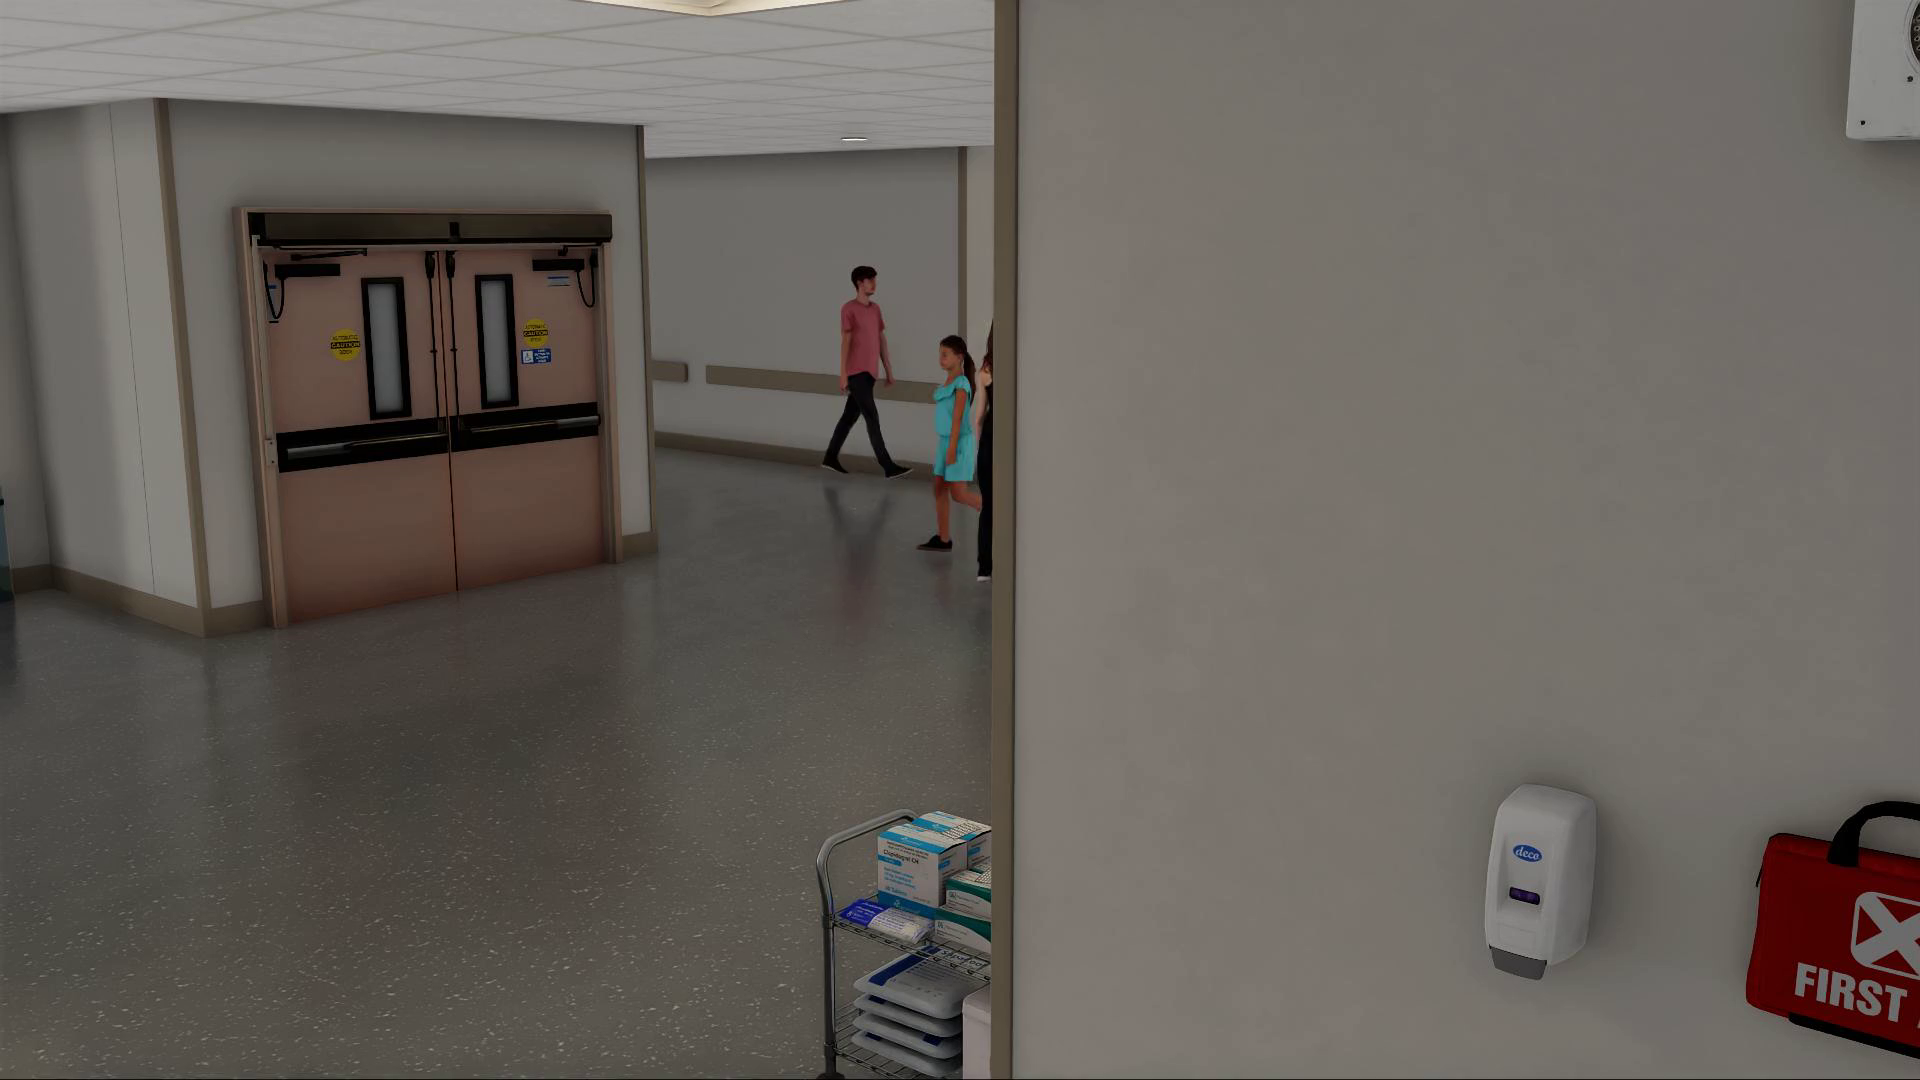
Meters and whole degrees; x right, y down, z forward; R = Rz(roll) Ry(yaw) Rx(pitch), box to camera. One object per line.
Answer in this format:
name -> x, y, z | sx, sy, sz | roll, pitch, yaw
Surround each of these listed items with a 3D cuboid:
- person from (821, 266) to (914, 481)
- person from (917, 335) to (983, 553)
person -> -0.974, -1.475, 15.075 | 0.787, 1.905, 1.235 | 7, 13, 33
person -> 0.042, -0.664, 11.776 | 0.989, 1.543, 0.836 | -3, 11, -16
